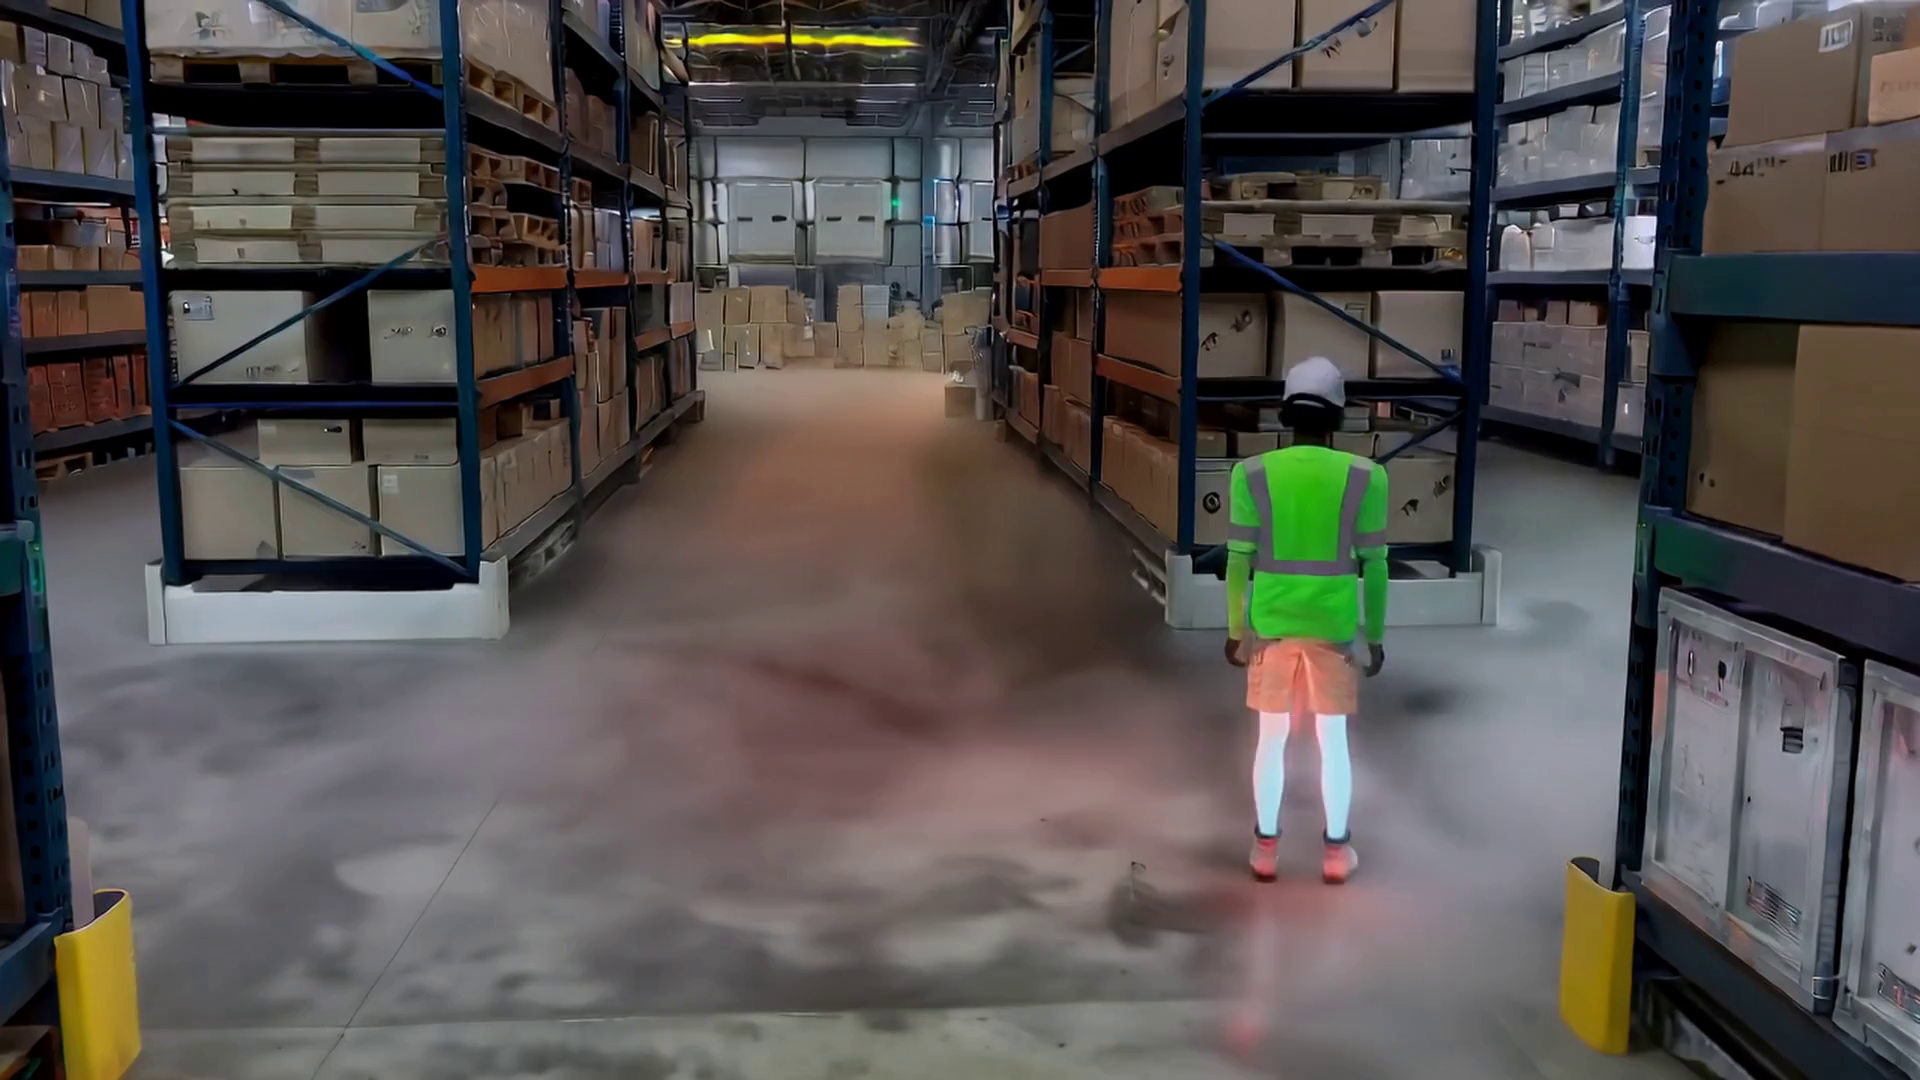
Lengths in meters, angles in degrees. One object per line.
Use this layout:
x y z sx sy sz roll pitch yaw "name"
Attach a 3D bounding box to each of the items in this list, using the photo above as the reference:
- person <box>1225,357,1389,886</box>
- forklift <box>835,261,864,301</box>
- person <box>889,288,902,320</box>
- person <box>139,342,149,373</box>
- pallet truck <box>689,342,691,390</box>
1.337 0.319 6.460 0.616 2.039 0.394 2 9 13 "person"
-3.567 -7.643 53.820 1.129 2.768 1.873 -1 9 -4 "forklift"
-2.299 -7.827 57.976 0.635 1.928 0.383 4 10 22 "person"
-13.645 -3.088 27.992 0.611 1.996 0.387 -1 9 -5 "person"
-5.225 -3.008 27.480 1.885 1.965 0.823 2 9 14 "pallet truck"
